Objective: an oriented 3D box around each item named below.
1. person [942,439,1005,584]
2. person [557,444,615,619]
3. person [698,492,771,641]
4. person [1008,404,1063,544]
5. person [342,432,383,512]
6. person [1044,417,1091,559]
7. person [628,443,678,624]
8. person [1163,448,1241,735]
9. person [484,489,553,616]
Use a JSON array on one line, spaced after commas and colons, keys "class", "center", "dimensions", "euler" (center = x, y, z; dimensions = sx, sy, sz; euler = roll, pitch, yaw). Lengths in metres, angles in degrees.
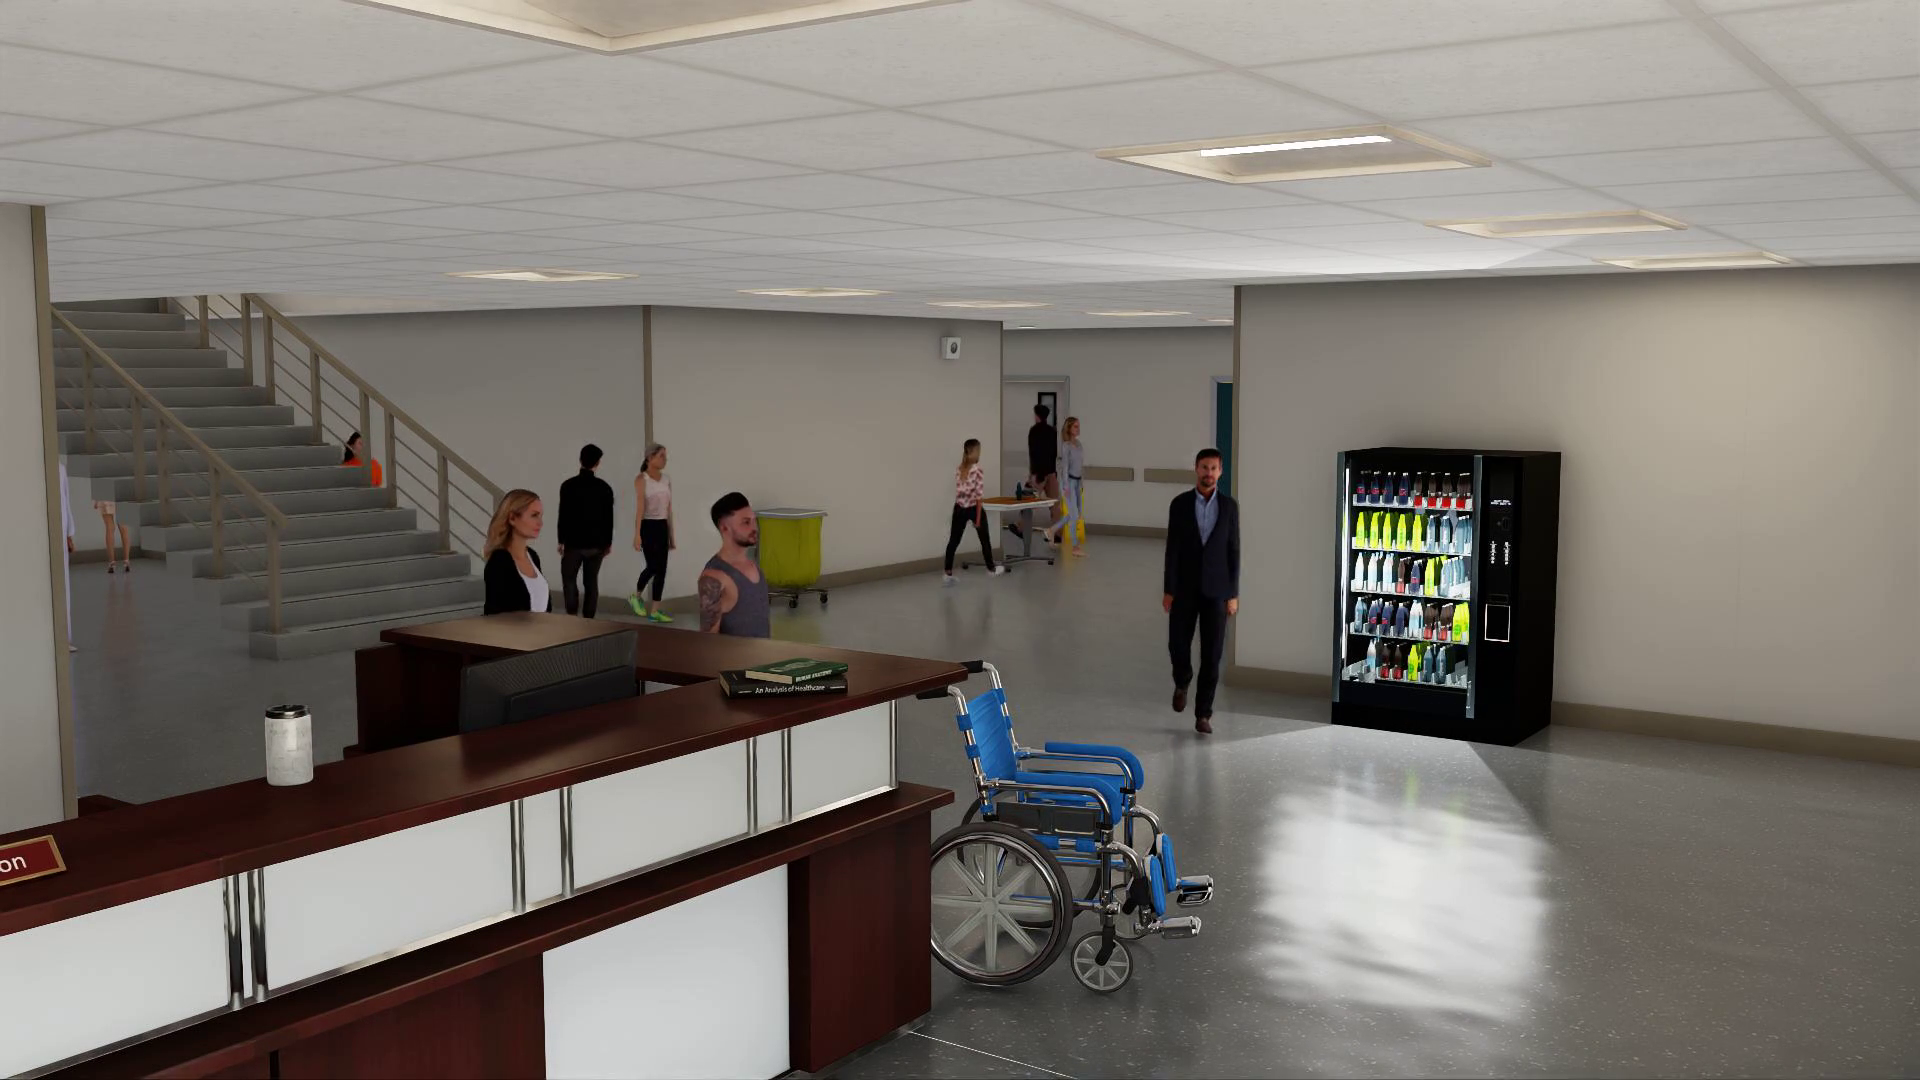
[{"class": "person", "center": [0.033, -0.275, 18.299], "dimensions": [1.040, 1.579, 0.659], "euler": [4, 7, 36]}, {"class": "person", "center": [-3.322, 0.014, 14.784], "dimensions": [0.781, 1.707, 0.789], "euler": [-3, 6, -26]}, {"class": "person", "center": [-1.175, 0.678, 8.260], "dimensions": [1.211, 1.824, 0.886], "euler": [2, 6, 15]}, {"class": "person", "center": [1.183, -0.855, 22.585], "dimensions": [0.959, 1.875, 1.291], "euler": [-5, 7, -38]}, {"class": "person", "center": [-6.352, -0.260, 17.471], "dimensions": [0.720, 1.715, 1.089], "euler": [-5, 8, -40]}, {"class": "person", "center": [1.350, -0.662, 21.132], "dimensions": [0.915, 1.782, 0.603], "euler": [4, 7, 36]}, {"class": "person", "center": [-2.940, -0.055, 15.582], "dimensions": [0.683, 1.685, 0.627], "euler": [4, 7, 34]}, {"class": "person", "center": [1.571, 0.328, 10.942], "dimensions": [0.945, 1.851, 0.966], "euler": [0, 6, 2]}, {"class": "person", "center": [-2.236, 0.669, 8.016], "dimensions": [1.186, 1.758, 0.863], "euler": [2, 6, 19]}]
